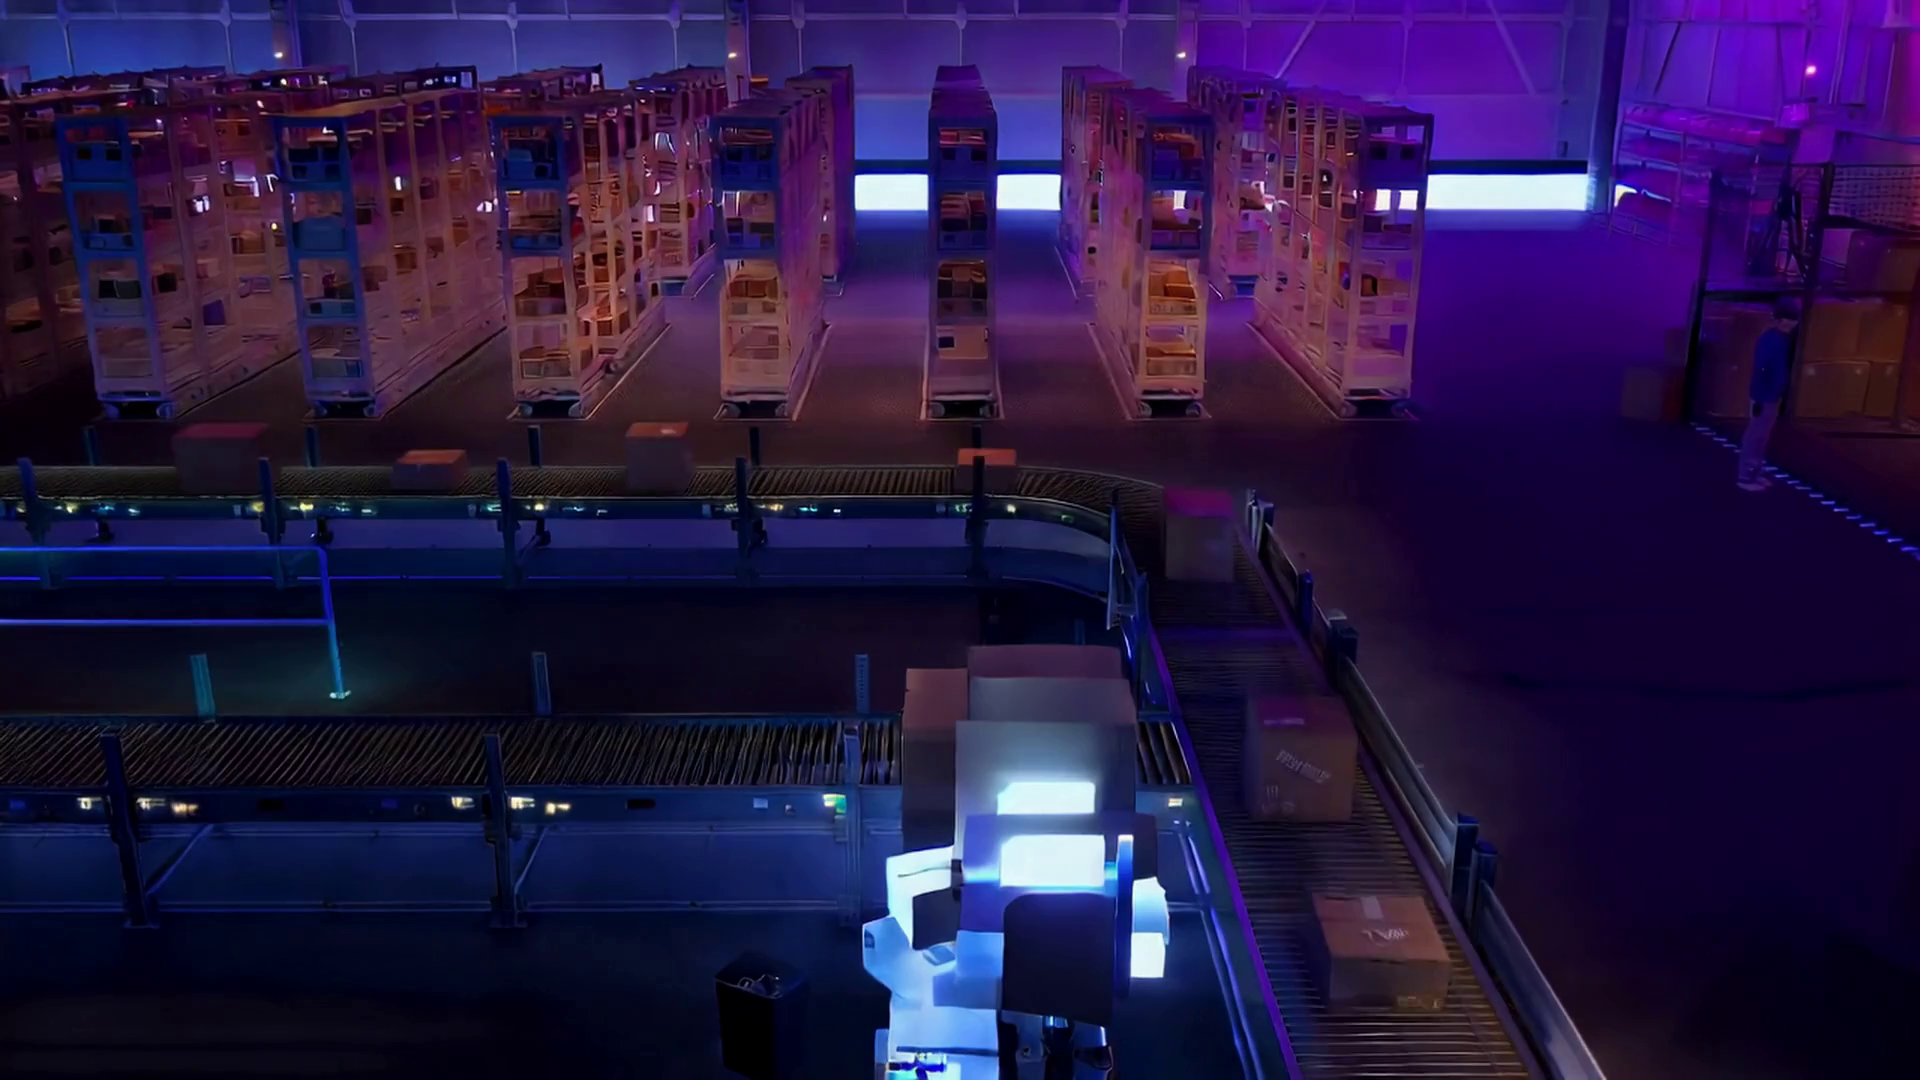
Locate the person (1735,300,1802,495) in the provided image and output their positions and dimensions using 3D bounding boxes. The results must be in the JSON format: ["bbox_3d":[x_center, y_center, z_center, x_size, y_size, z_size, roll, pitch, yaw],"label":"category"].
[{"bbox_3d":[8.255,-1.467,16.948,0.613,1.985,0.402,-16,24,-41],"label":"person"}]

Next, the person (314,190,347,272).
[{"bbox_3d":[-11.130,-5.461,29.540,0.583,1.807,0.958,-2,18,-6],"label":"person"}]
